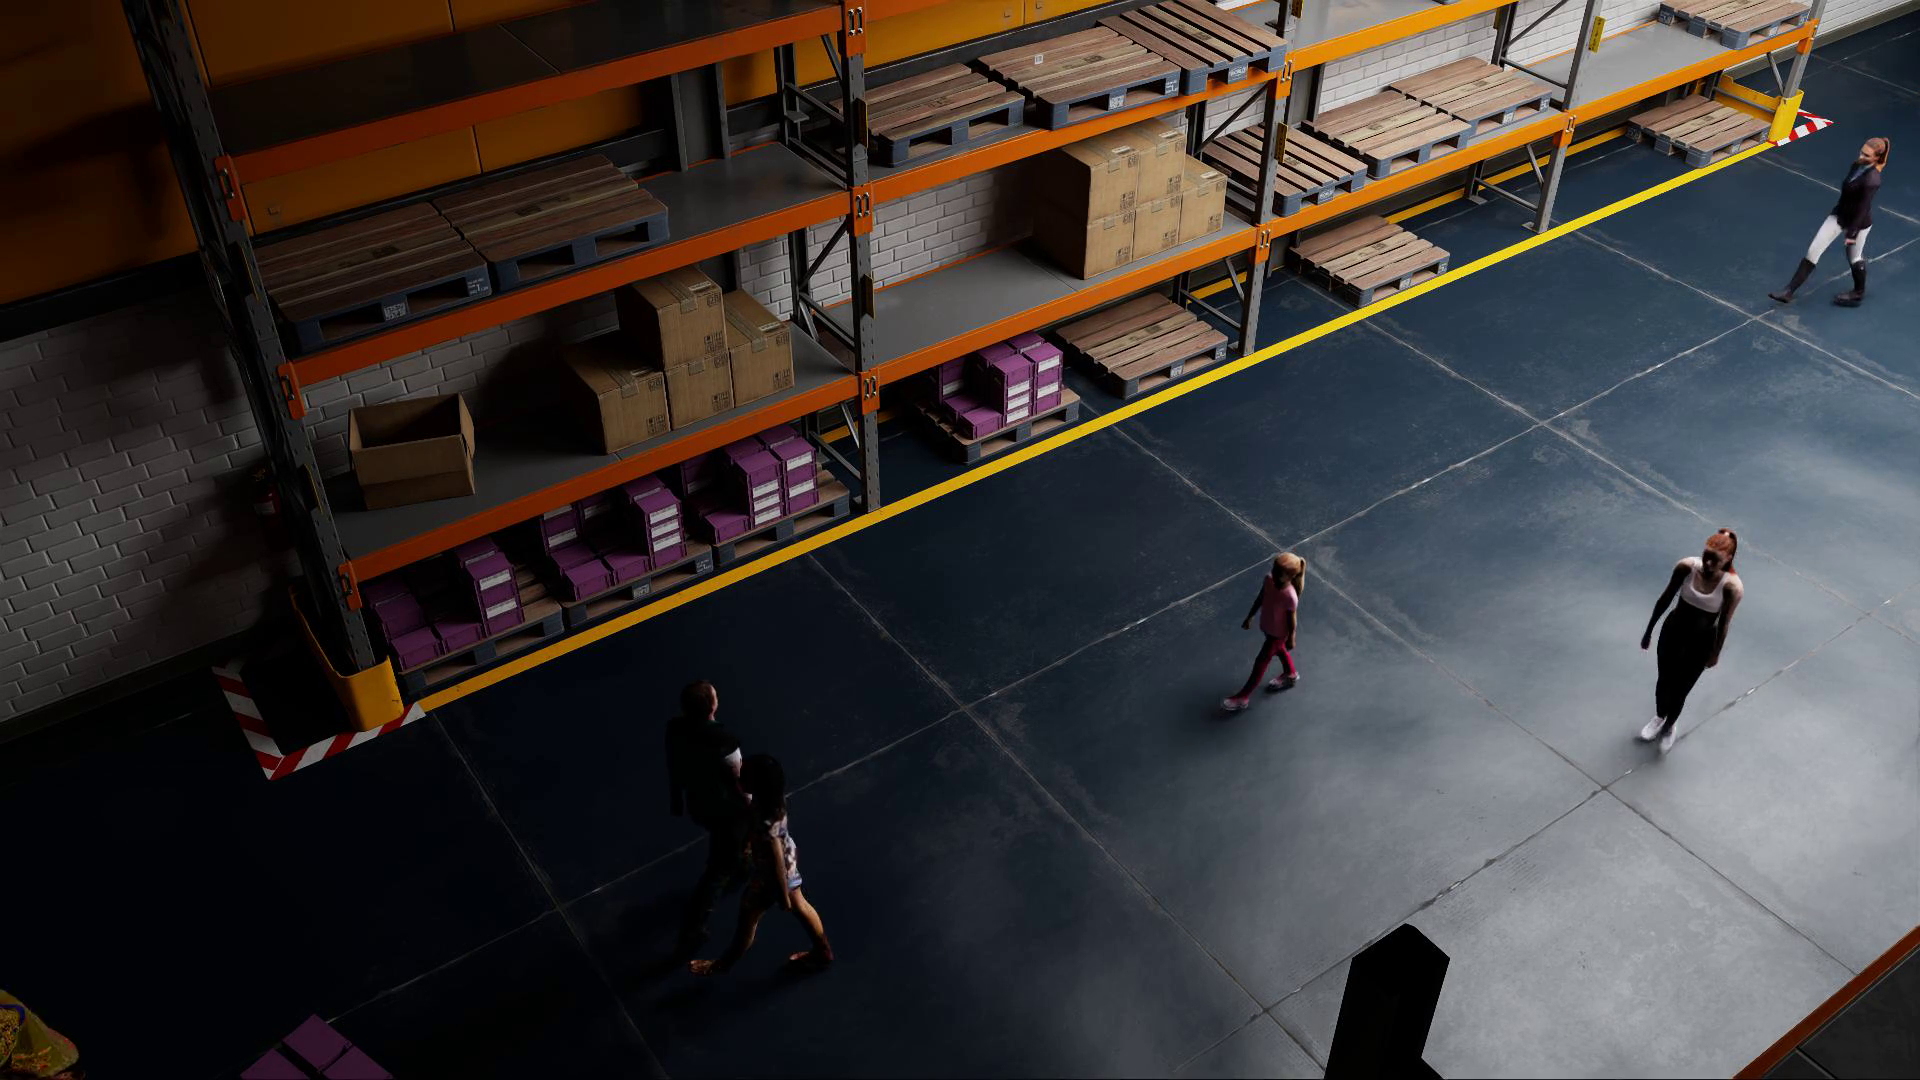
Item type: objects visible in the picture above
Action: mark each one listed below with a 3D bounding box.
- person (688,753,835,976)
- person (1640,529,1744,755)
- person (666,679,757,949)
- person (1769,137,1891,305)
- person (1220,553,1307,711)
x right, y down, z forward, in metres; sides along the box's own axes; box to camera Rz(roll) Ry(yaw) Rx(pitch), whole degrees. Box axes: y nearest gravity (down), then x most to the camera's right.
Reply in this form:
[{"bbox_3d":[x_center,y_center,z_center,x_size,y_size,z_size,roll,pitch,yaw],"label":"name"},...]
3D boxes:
[{"bbox_3d":[-0.948,1.832,9.222,1.162,1.694,0.968,-4,39,-5],"label":"person"},{"bbox_3d":[4.728,0.599,10.735,0.649,1.733,0.637,-31,48,-33],"label":"person"},{"bbox_3d":[-1.424,1.562,9.471,0.928,1.806,1.246,23,44,26],"label":"person"},{"bbox_3d":[8.137,-2.839,15.098,1.269,1.661,1.015,-2,39,-2],"label":"person"},{"bbox_3d":[2.160,0.571,11.164,0.935,1.241,0.613,-15,41,-18],"label":"person"}]
